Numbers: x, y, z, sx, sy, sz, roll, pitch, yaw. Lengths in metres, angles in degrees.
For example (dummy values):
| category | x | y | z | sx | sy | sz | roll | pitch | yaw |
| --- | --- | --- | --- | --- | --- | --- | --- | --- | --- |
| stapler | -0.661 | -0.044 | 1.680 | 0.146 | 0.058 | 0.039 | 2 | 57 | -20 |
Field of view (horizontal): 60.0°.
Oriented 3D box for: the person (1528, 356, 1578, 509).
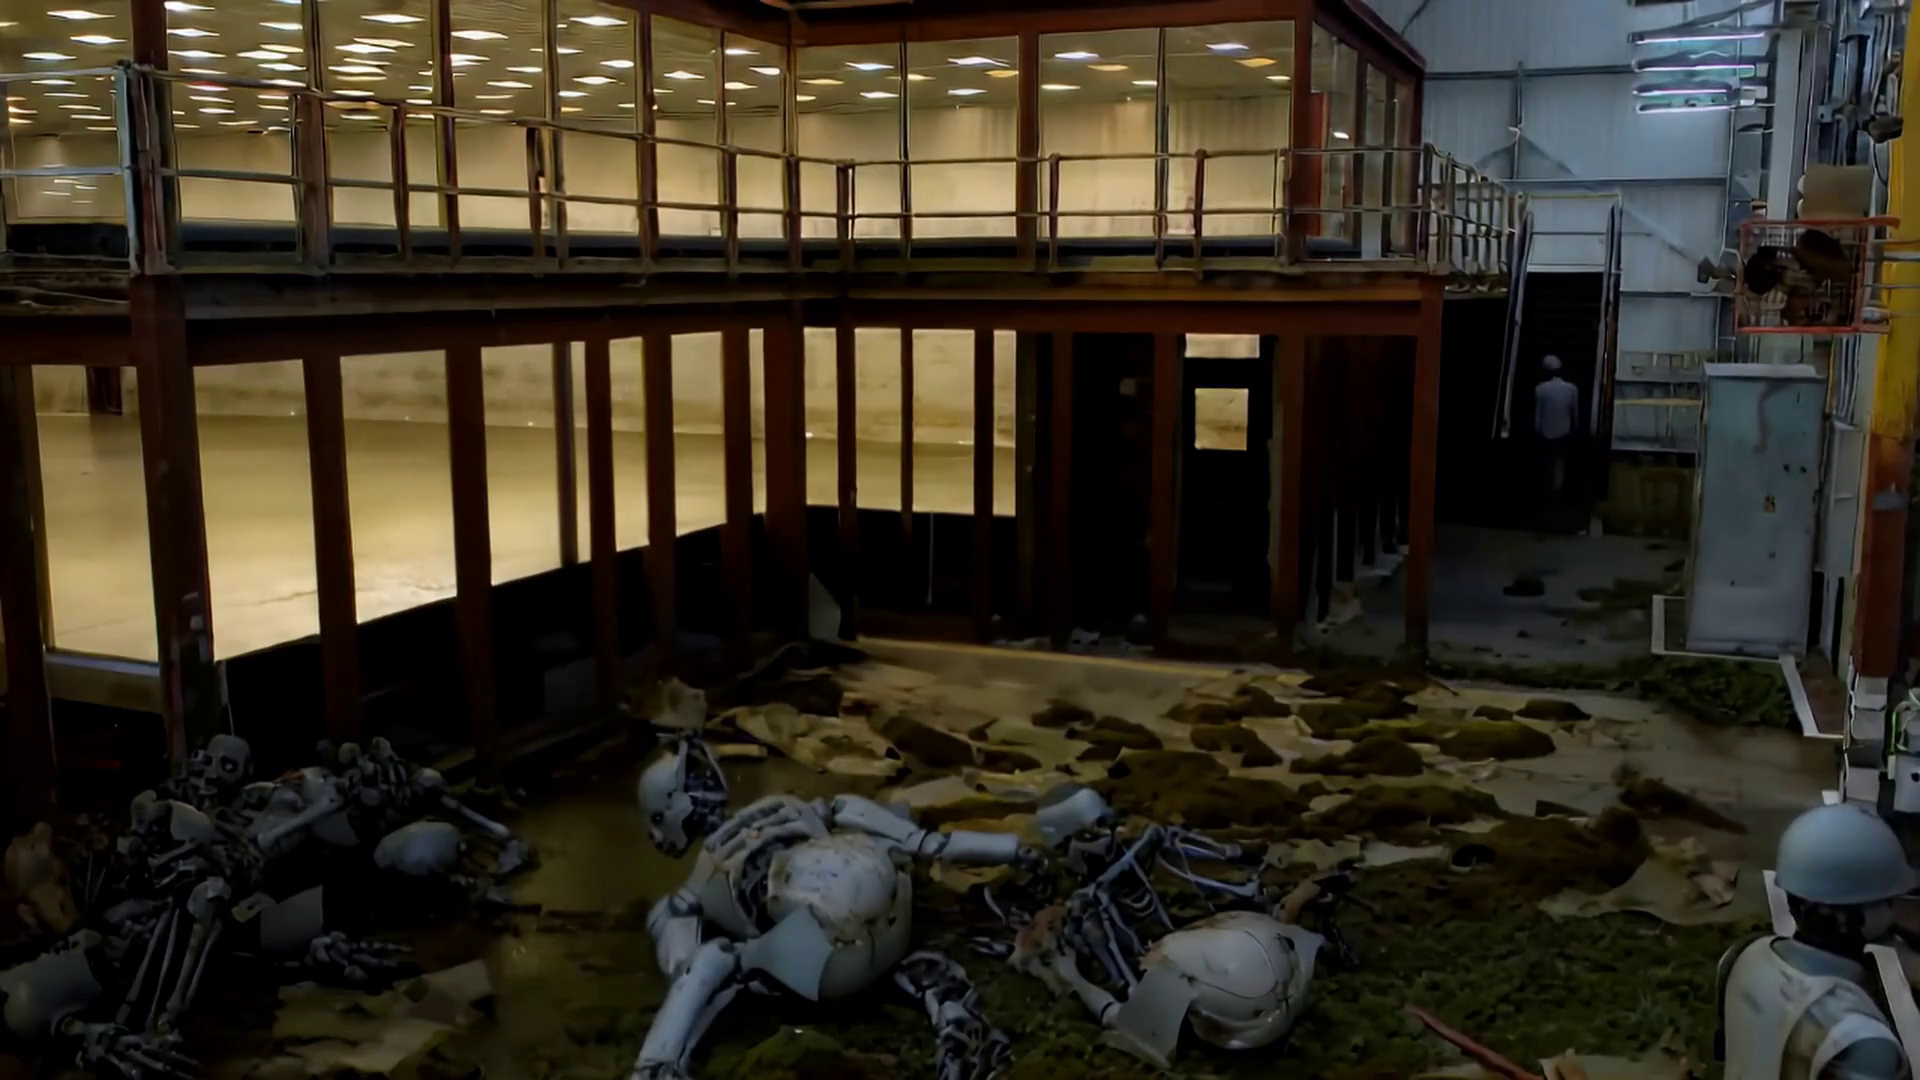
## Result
| category | x | y | z | sx | sy | sz | roll | pitch | yaw |
| --- | --- | --- | --- | --- | --- | --- | --- | --- | --- |
| person | 7.654 | -1.387 | 21.433 | 0.724 | 1.963 | 0.597 | -1 | 9 | -3 |

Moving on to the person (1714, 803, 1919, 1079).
| category | x | y | z | sx | sy | sz | roll | pitch | yaw |
| --- | --- | --- | --- | --- | --- | --- | --- | --- | --- |
| person | 1.819 | 1.515 | 3.585 | 0.380 | 1.951 | 0.603 | 0 | 9 | -1 |
